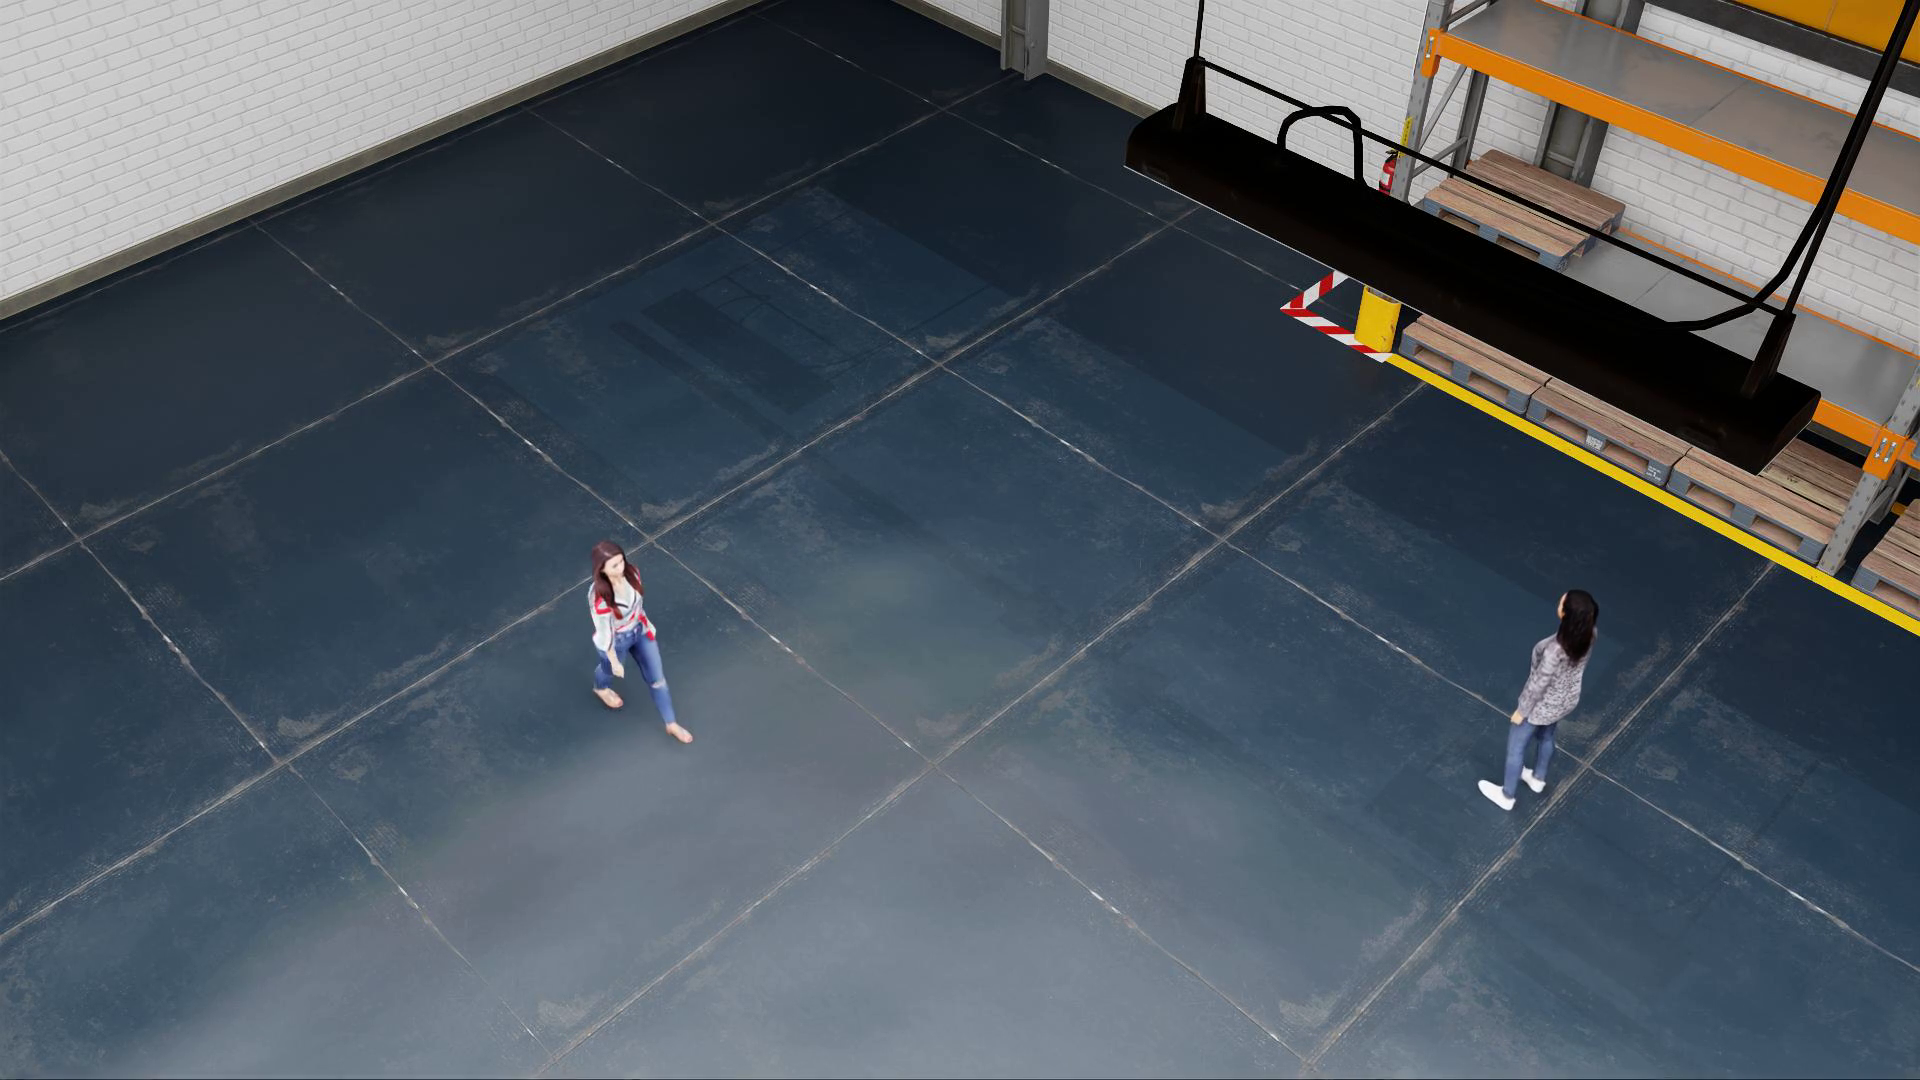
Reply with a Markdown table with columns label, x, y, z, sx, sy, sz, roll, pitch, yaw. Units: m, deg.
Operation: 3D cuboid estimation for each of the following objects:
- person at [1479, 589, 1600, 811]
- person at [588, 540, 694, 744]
| label | x | y | z | sx | sy | sz | roll | pitch | yaw |
| --- | --- | --- | --- | --- | --- | --- | --- | --- | --- |
| person | 3.564 | 0.969 | 10.058 | 0.658 | 1.727 | 0.589 | -25 | 49 | -24 |
| person | -2.198 | 0.602 | 10.556 | 1.104 | 1.572 | 0.708 | 27 | 50 | 25 |
